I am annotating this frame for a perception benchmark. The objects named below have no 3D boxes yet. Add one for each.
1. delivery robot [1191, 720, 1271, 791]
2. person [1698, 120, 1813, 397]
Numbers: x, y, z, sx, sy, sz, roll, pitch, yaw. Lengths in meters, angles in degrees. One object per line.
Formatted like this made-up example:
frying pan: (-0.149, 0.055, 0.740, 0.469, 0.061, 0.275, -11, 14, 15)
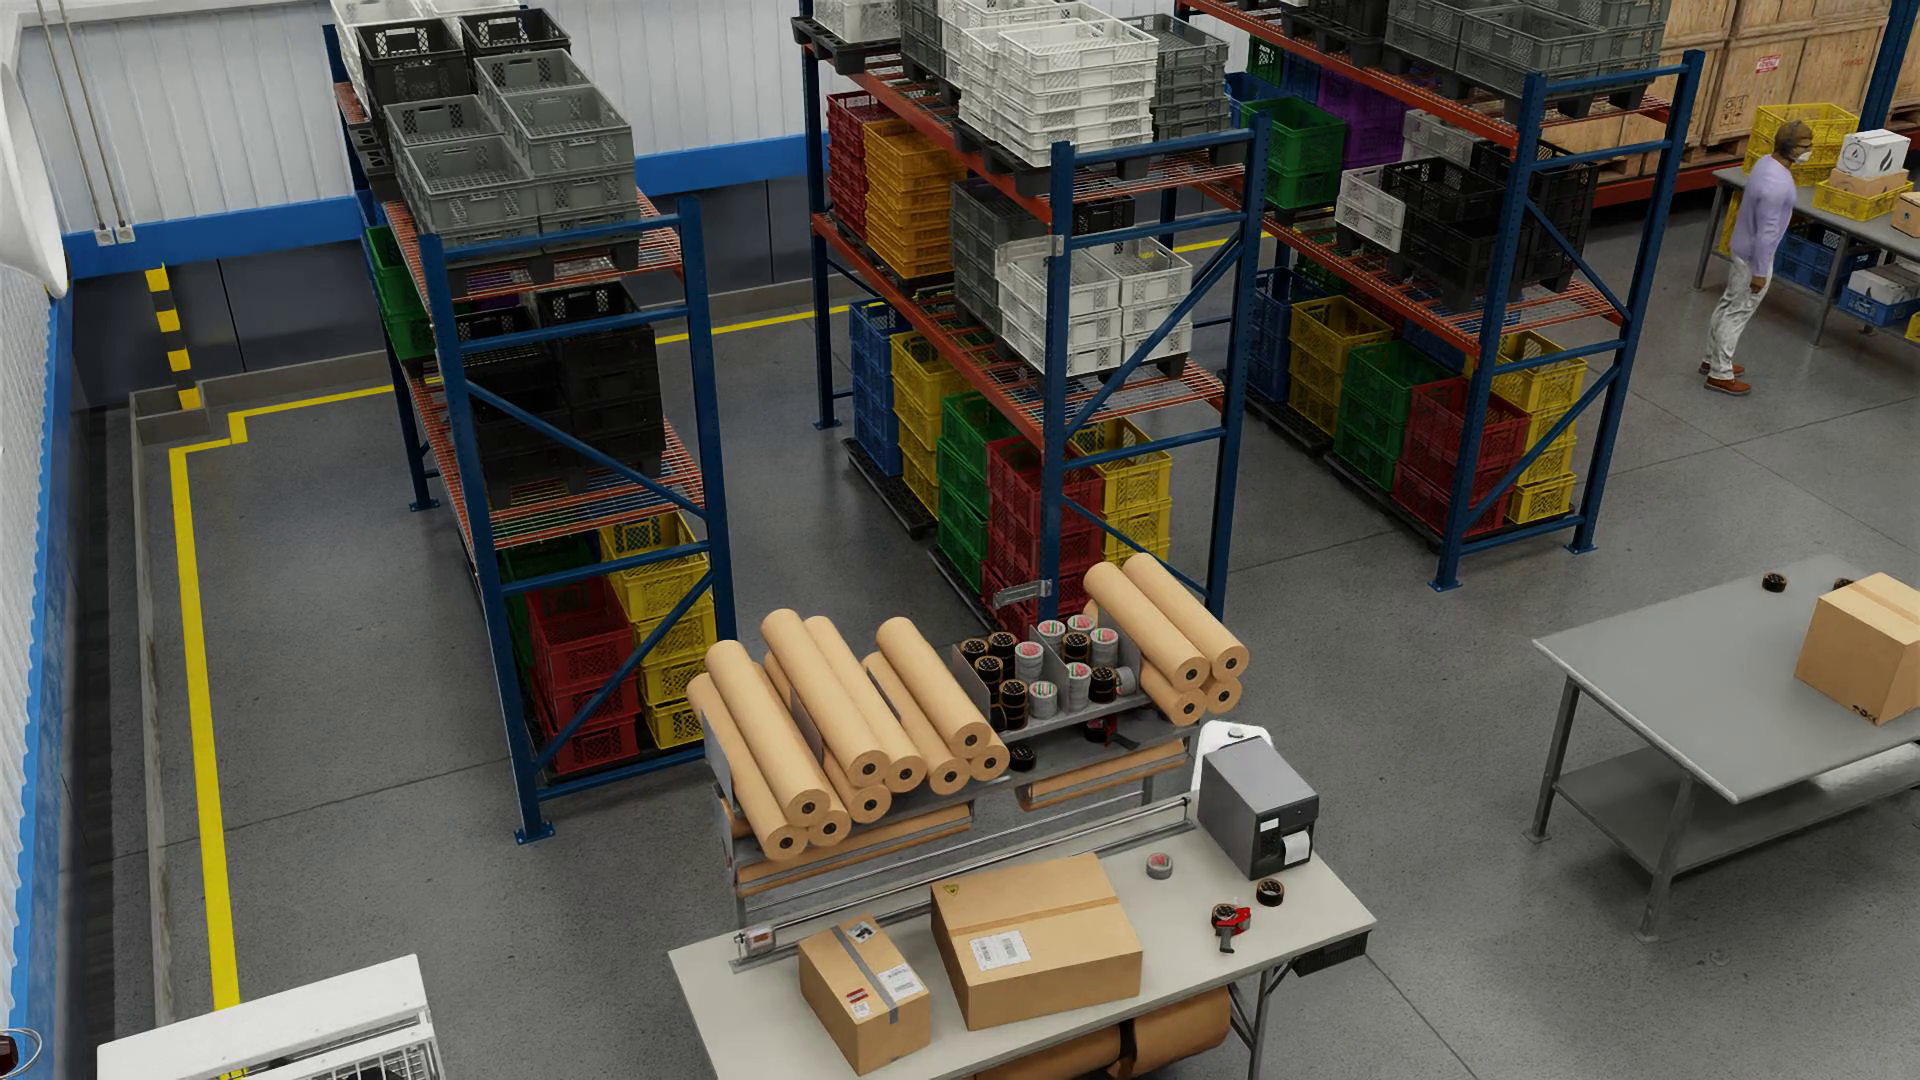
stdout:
delivery robot: (1.254, 1.139, 7.739, 0.477, 0.478, 0.707, 7, 32, 11)
person: (5.526, -1.969, 11.565, 0.350, 1.935, 0.635, 9, 33, 14)
